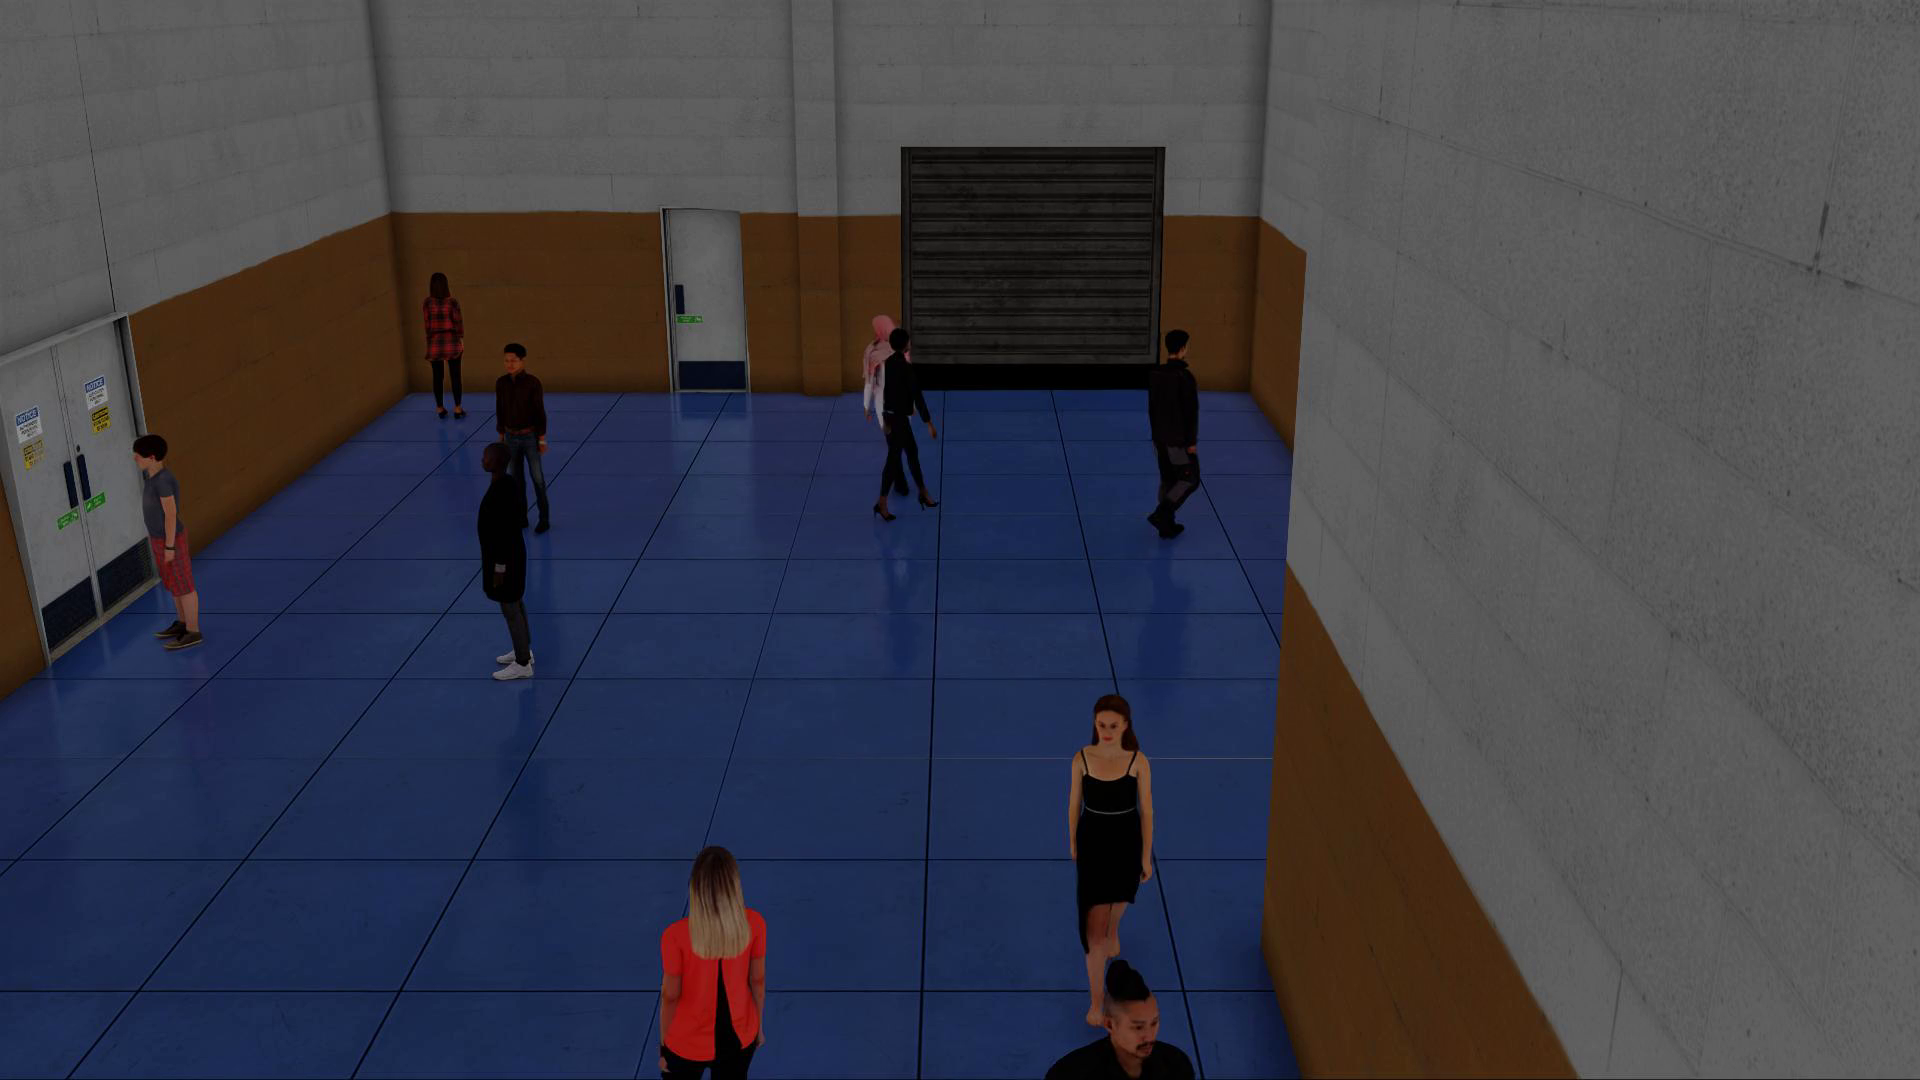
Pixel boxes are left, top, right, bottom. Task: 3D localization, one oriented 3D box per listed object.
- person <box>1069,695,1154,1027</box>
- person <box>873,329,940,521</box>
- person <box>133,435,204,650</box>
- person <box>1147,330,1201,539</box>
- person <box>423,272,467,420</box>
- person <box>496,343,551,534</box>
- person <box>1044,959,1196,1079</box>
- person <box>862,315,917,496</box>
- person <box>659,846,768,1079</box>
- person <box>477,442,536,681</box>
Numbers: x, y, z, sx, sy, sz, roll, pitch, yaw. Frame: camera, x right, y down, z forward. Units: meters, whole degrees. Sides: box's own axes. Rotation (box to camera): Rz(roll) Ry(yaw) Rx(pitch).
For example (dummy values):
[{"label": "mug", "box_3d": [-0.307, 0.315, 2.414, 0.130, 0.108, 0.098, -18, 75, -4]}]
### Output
[{"label": "person", "box_3d": [0.770, 1.512, 8.335, 1.048, 1.576, 0.691, 2, 19, 6]}, {"label": "person", "box_3d": [-0.663, -1.047, 15.559, 1.045, 1.810, 0.871, -7, 20, -19]}, {"label": "person", "box_3d": [-6.039, -0.007, 12.701, 0.701, 1.651, 0.673, -13, 22, -33]}, {"label": "person", "box_3d": [1.875, -0.918, 14.990, 0.991, 1.930, 0.929, -14, 23, -36]}, {"label": "person", "box_3d": [-5.996, -2.261, 19.328, 0.470, 1.702, 0.666, 0, 19, -1]}, {"label": "person", "box_3d": [-4.015, -0.944, 15.303, 0.530, 1.777, 0.746, 4, 19, 12]}, {"label": "person", "box_3d": [0.483, 2.252, 5.686, 1.091, 1.844, 1.007, -6, 20, -17]}, {"label": "person", "box_3d": [-0.646, -1.296, 16.349, 0.847, 1.777, 0.893, -8, 20, -22]}, {"label": "person", "box_3d": [-0.945, 2.040, 6.609, 0.795, 1.679, 0.838, -10, 21, -27]}, {"label": "person", "box_3d": [-3.294, 0.139, 12.118, 0.592, 1.762, 0.676, -3, 19, -8]}]
